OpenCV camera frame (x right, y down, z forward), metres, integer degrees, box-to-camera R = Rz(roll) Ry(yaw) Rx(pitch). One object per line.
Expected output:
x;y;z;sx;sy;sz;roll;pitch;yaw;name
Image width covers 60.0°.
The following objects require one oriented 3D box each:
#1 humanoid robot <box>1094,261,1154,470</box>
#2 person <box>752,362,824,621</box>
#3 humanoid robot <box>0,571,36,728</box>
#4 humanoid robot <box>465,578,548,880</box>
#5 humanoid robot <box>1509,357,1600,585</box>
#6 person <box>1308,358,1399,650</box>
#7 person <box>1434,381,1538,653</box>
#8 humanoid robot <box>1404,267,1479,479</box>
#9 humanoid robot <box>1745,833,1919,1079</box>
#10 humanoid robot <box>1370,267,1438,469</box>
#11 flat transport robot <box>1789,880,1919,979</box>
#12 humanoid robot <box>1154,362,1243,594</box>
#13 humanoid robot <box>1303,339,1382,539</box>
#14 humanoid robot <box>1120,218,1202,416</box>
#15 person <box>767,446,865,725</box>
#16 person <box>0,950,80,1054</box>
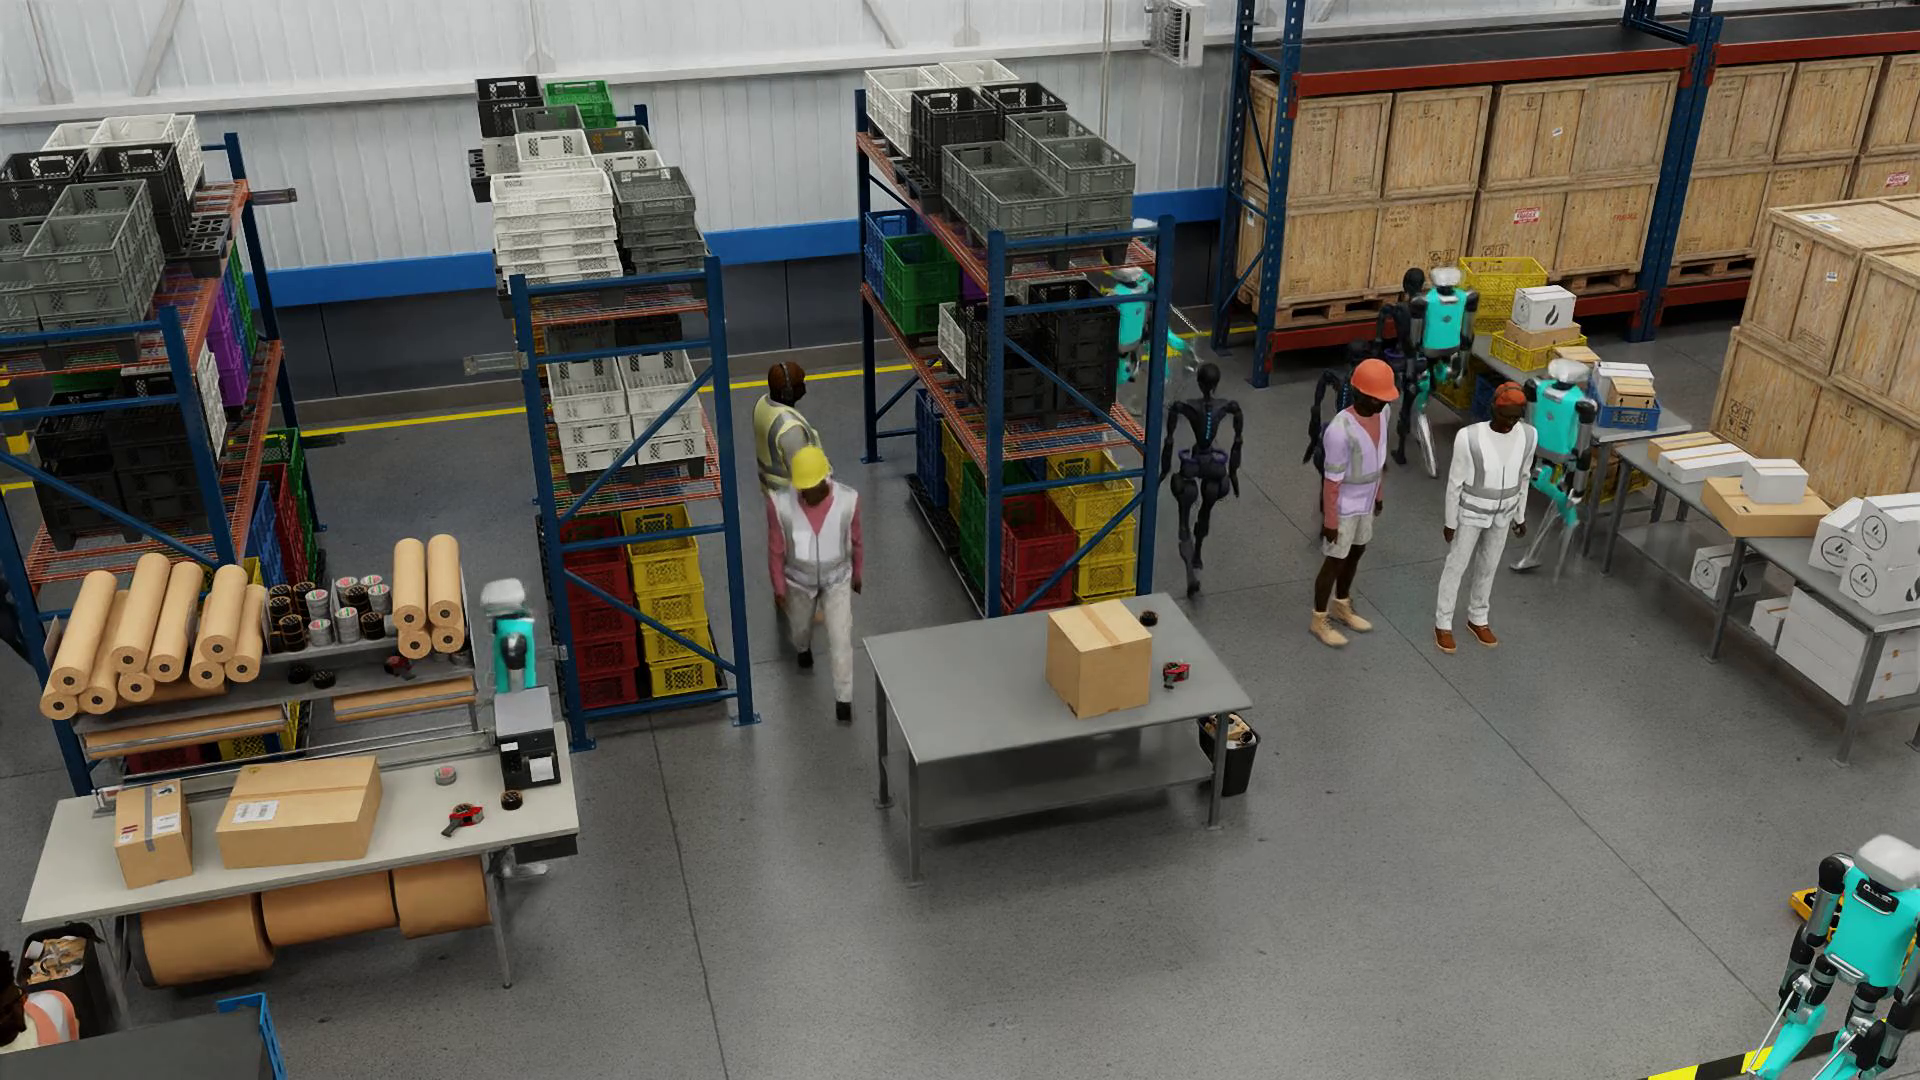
1.066;-1.426;13.291;0.535;1.818;0.903;-25;37;-38;humanoid robot
-1.121;-0.328;11.125;0.429;1.844;0.623;-14;32;-24;person
-5.920;0.377;10.065;0.628;1.639;0.684;12;31;20;humanoid robot
-2.540;1.067;8.730;0.763;1.821;0.547;-7;30;-13;humanoid robot
4.183;-0.479;11.481;0.741;1.770;0.535;-21;35;-33;humanoid robot
2.563;-0.240;10.772;0.401;2.033;0.608;25;38;38;person
3.396;-0.149;10.753;0.573;1.887;0.355;-6;29;-10;person
3.733;-1.446;13.296;0.584;1.764;0.968;1;29;3;humanoid robot
3.503;2.011;6.834;0.735;1.681;0.533;-16;33;-27;humanoid robot
3.486;-1.349;13.153;0.614;1.654;0.326;-4;29;-7;humanoid robot
5.163;1.916;8.676;1.431;0.231;0.659;-8;30;-14;flat transport robot
1.671;-0.438;11.535;0.601;1.642;0.701;-1;29;-1;humanoid robot
2.754;-0.633;11.901;0.612;1.632;0.698;16;33;27;humanoid robot
1.693;-1.784;13.873;0.951;1.740;0.549;14;32;24;humanoid robot
-0.877;0.192;10.227;0.613;1.798;0.780;-4;29;-7;person
-3.411;2.306;6.205;0.368;1.965;0.606;9;30;16;person
